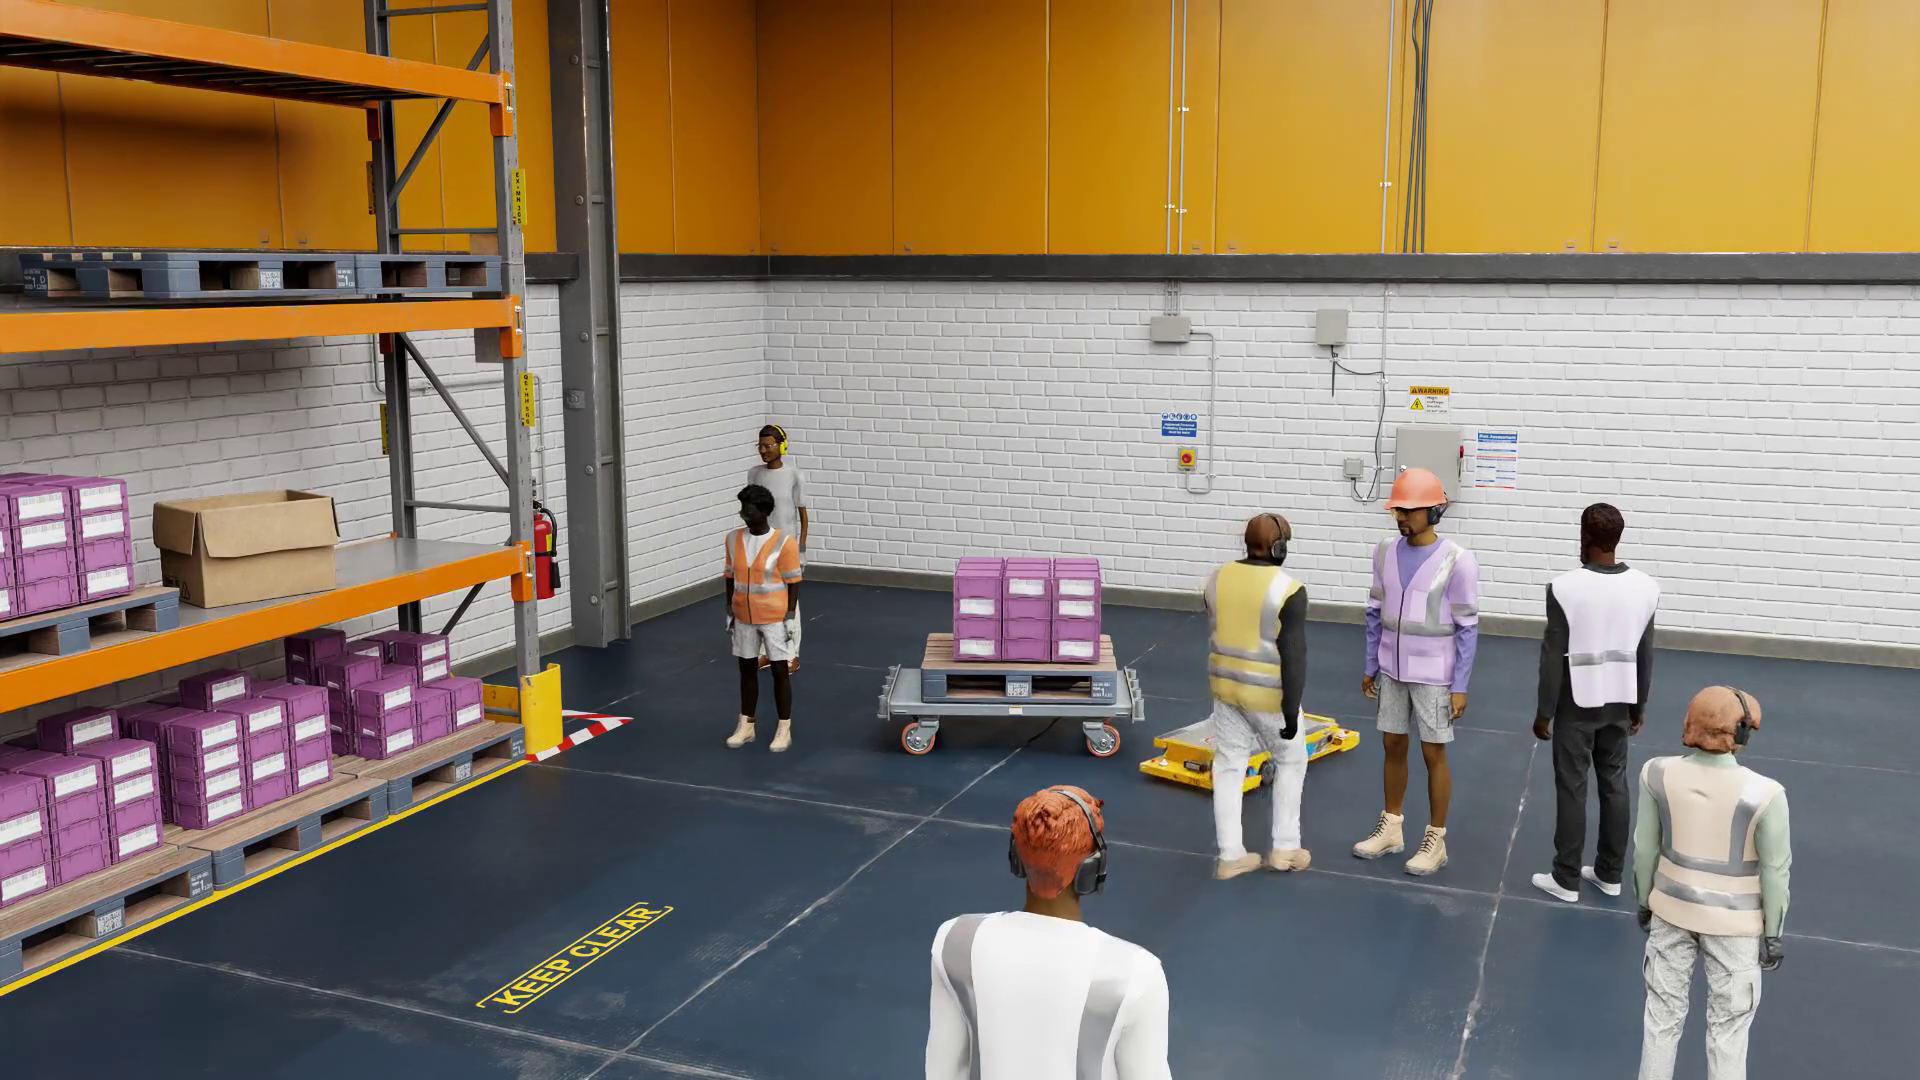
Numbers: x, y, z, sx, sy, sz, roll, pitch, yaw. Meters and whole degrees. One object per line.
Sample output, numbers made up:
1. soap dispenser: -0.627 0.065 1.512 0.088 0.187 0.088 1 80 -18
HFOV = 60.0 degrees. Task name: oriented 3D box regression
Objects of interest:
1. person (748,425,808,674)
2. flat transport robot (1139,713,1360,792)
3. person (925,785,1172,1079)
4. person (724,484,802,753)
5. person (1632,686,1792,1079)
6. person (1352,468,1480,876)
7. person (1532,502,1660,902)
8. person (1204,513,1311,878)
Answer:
1. person: -1.369 0.072 12.379 0.512 1.867 0.330 4 10 23
2. flat transport robot: 1.783 1.240 10.122 0.652 0.197 1.431 9 13 42
3. person: 0.206 1.479 3.792 0.583 1.882 0.337 4 10 24
4. person: -1.241 0.485 10.401 0.536 1.689 0.325 4 10 23
5. person: 2.530 1.297 5.639 0.310 1.639 0.514 -9 13 -43
6. person: 2.261 0.654 8.315 0.391 2.041 0.615 -7 12 -38
7. person: 3.041 0.779 7.956 0.589 1.914 0.389 -3 10 -16
8. person: 1.522 0.766 8.307 0.629 1.818 0.628 9 13 43
